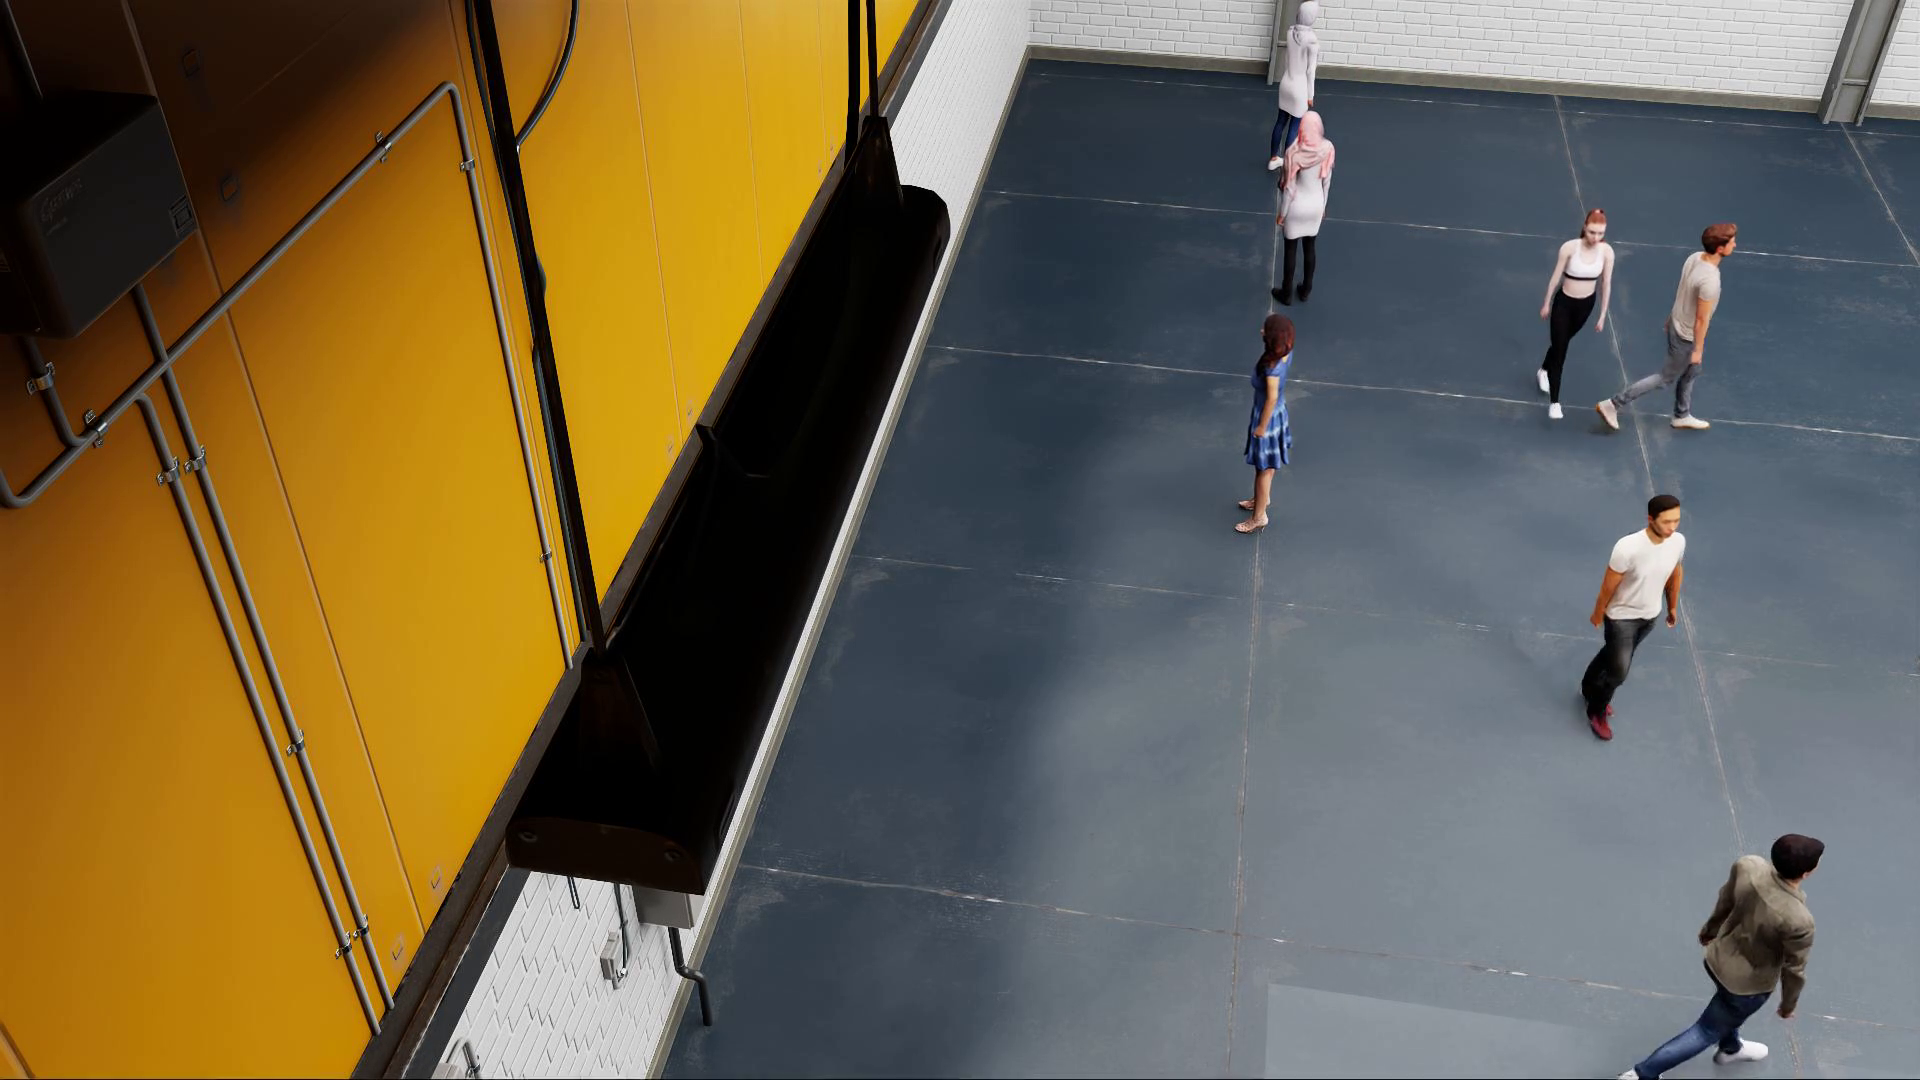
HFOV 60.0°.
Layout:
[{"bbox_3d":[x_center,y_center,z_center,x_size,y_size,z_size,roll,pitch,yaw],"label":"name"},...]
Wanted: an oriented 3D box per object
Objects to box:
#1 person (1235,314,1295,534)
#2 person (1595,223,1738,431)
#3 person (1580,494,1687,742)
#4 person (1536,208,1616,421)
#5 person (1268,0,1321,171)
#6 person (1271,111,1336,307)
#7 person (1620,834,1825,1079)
[{"bbox_3d":[2.214,-0.843,12.045,0.609,1.805,0.691,10,40,13],"label":"person"},{"bbox_3d":[5.562,-1.613,12.962,1.177,1.865,0.699,5,39,7],"label":"person"},{"bbox_3d":[4.186,0.394,10.510,0.816,1.788,0.879,-16,41,-19],"label":"person"},{"bbox_3d":[4.931,-1.907,13.455,1.055,1.709,0.738,3,39,4],"label":"person"},{"bbox_3d":[3.355,-4.518,16.673,0.736,1.773,0.695,-19,42,-22],"label":"person"},{"bbox_3d":[3.022,-2.914,14.642,0.659,1.803,0.772,-9,40,-12],"label":"person"},{"bbox_3d":[3.798,2.151,8.260,1.257,1.850,1.005,-8,39,-9],"label":"person"}]
